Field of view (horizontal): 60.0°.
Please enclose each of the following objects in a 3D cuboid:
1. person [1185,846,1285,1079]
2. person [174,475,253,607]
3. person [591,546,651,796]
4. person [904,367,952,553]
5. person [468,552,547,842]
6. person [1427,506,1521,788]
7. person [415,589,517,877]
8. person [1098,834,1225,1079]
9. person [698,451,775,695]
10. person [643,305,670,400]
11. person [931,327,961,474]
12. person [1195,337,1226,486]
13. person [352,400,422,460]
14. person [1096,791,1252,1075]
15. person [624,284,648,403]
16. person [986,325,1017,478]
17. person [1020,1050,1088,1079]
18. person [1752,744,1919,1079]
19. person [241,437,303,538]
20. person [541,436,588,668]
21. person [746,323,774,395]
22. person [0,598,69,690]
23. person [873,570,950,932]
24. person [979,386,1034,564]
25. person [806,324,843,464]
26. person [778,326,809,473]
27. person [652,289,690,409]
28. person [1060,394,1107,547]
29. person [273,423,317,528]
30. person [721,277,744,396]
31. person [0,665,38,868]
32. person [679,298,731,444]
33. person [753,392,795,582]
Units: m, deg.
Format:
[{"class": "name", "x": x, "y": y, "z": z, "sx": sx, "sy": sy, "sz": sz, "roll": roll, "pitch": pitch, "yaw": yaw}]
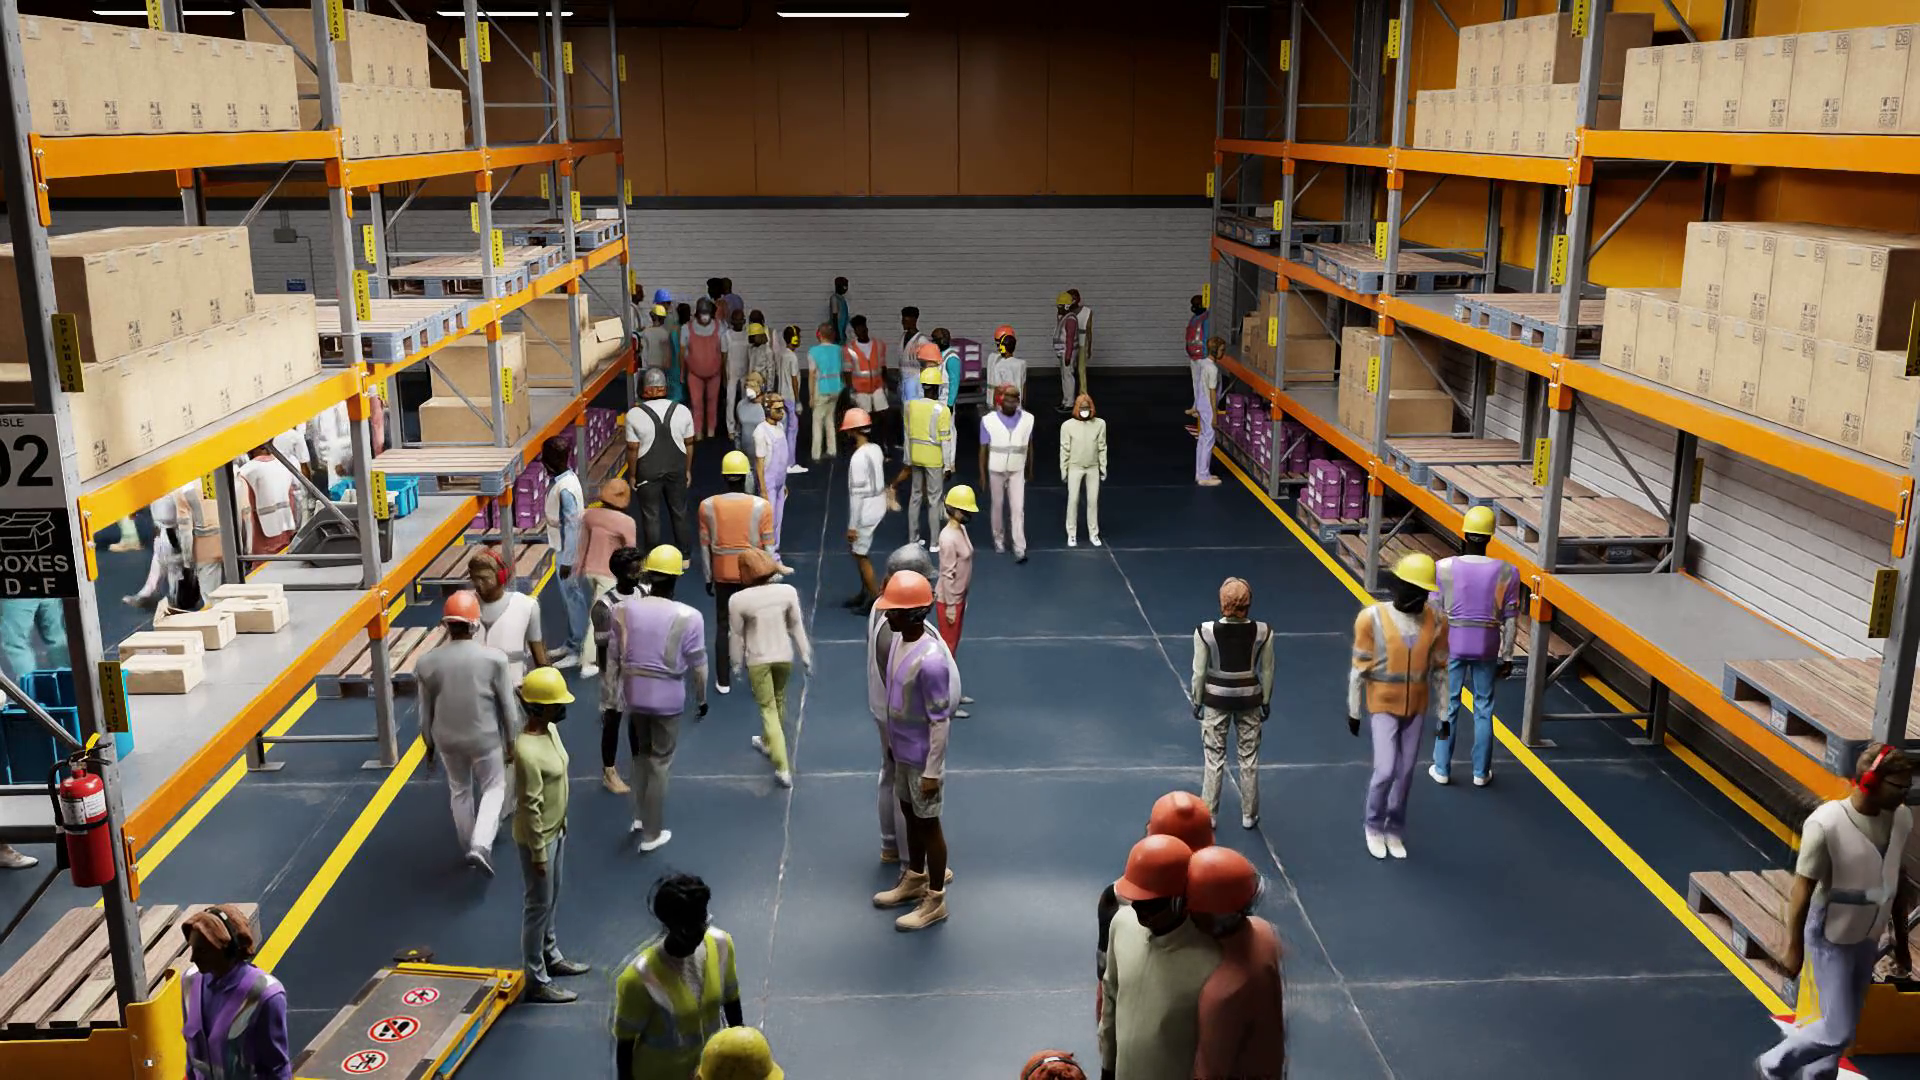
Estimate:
[{"class": "person", "x": 0.948, "y": 2.008, "z": 5.980, "sx": 0.528, "sy": 1.971, "sz": 0.642, "roll": 5, "pitch": 15, "yaw": 20}, {"class": "person", "x": -6.056, "y": 0.100, "z": 13.551, "sx": 0.367, "sy": 1.927, "sz": 0.587, "roll": 13, "pitch": 19, "yaw": 42}, {"class": "person", "x": -2.215, "y": 0.854, "z": 11.070, "sx": 0.322, "sy": 1.689, "sz": 0.533, "roll": 9, "pitch": 17, "yaw": 33}, {"class": "person", "x": -0.318, "y": -0.831, "z": 17.237, "sx": 0.583, "sy": 1.918, "sz": 0.407, "roll": 10, "pitch": 17, "yaw": 35}, {"class": "person", "x": -2.930, "y": 0.967, "z": 10.389, "sx": 0.599, "sy": 1.793, "sz": 0.950, "roll": 3, "pitch": 15, "yaw": 11}, {"class": "person", "x": 3.407, "y": 0.718, "z": 11.127, "sx": 0.594, "sy": 1.926, "sz": 0.366, "roll": 3, "pitch": 15, "yaw": 11}, {"class": "person", "x": -2.897, "y": 1.160, "z": 9.768, "sx": 0.573, "sy": 1.734, "sz": 0.572, "roll": -1, "pitch": 14, "yaw": -3}, {"class": "person", "x": 0.721, "y": 1.988, "z": 6.007, "sx": 0.396, "sy": 1.992, "sz": 0.623, "roll": -12, "pitch": 19, "yaw": -39}, {"class": "person", "x": -1.727, "y": 0.259, "z": 12.961, "sx": 0.593, "sy": 1.919, "sz": 0.402, "roll": 1, "pitch": 14, "yaw": 3}, {"class": "person", "x": -4.375, "y": -2.534, "z": 24.232, "sx": 0.523, "sy": 1.760, "sz": 0.327, "roll": 9, "pitch": 17, "yaw": 33}, {"class": "person", "x": -0.240, "y": -1.768, "z": 21.058, "sx": 0.429, "sy": 1.844, "sz": 0.625, "roll": -8, "pitch": 16, "yaw": -28}, {"class": "person", "x": 3.052, "y": -1.571, "z": 20.304, "sx": 0.355, "sy": 1.834, "sz": 0.525, "roll": -2, "pitch": 14, "yaw": -7}, {"class": "person", "x": -7.634, "y": -1.943, "z": 21.806, "sx": 1.037, "sy": 1.799, "sz": 0.670, "roll": 3, "pitch": 15, "yaw": 13}, {"class": "person", "x": 0.821, "y": 1.894, "z": 6.321, "sx": 0.613, "sy": 2.028, "sz": 0.409, "roll": -3, "pitch": 15, "yaw": -11}, {"class": "person", "x": -5.105, "y": -3.086, "z": 26.168, "sx": 0.356, "sy": 1.878, "sz": 0.586, "roll": 0, "pitch": 14, "yaw": -1}, {"class": "person", "x": 0.524, "y": -1.688, "z": 20.575, "sx": 0.387, "sy": 1.929, "sz": 0.544, "roll": -5, "pitch": 15, "yaw": -20}, {"class": "person", "x": 0.274, "y": 2.354, "z": 4.808, "sx": 0.575, "sy": 1.880, "sz": 0.359, "roll": 0, "pitch": 14, "yaw": -1}, {"class": "person", "x": 3.882, "y": 1.749, "z": 7.292, "sx": 0.571, "sy": 1.821, "sz": 0.442, "roll": -7, "pitch": 16, "yaw": -25}, {"class": "person", "x": -6.004, "y": -0.152, "z": 14.553, "sx": 0.546, "sy": 1.927, "sz": 0.405, "roll": 3, "pitch": 15, "yaw": 13}, {"class": "person", "x": -3.219, "y": 0.089, "z": 13.621, "sx": 0.392, "sy": 1.916, "sz": 0.591, "roll": -5, "pitch": 15, "yaw": -19}, {"class": "person", "x": -2.709, "y": -2.065, "z": 22.441, "sx": 0.498, "sy": 1.734, "sz": 0.338, "roll": 12, "pitch": 19, "yaw": 39}, {"class": "person", "x": -7.053, "y": 0.381, "z": 12.576, "sx": 0.396, "sy": 1.873, "sz": 0.742, "roll": 6, "pitch": 15, "yaw": 21}, {"class": "person", "x": -0.265, "y": 1.156, "z": 9.174, "sx": 0.391, "sy": 2.045, "sz": 0.608, "roll": -6, "pitch": 15, "yaw": -21}, {"class": "person", "x": 0.482, "y": -0.663, "z": 16.812, "sx": 0.593, "sy": 1.785, "sz": 0.974, "roll": -3, "pitch": 15, "yaw": -10}, {"class": "person", "x": -1.745, "y": -1.905, "z": 21.680, "sx": 0.577, "sy": 1.813, "sz": 0.452, "roll": -11, "pitch": 18, "yaw": -36}, {"class": "person", "x": -2.125, "y": -1.776, "z": 21.067, "sx": 0.374, "sy": 1.858, "sz": 0.512, "roll": -7, "pitch": 16, "yaw": -25}, {"class": "person", "x": -4.345, "y": -2.797, "z": 24.934, "sx": 0.473, "sy": 1.919, "sz": 0.636, "roll": 0, "pitch": 14, "yaw": 1}, {"class": "person", "x": 1.290, "y": -0.731, "z": 17.427, "sx": 0.505, "sy": 1.623, "sz": 0.286, "roll": -3, "pitch": 15, "yaw": -11}, {"class": "person", "x": -6.267, "y": -0.437, "z": 15.776, "sx": 0.509, "sy": 1.872, "sz": 0.328, "roll": 10, "pitch": 17, "yaw": 33}, {"class": "person", "x": -3.696, "y": -3.240, "z": 26.664, "sx": 0.375, "sy": 1.932, "sz": 0.625, "roll": 8, "pitch": 16, "yaw": 28}, {"class": "person", "x": -5.748, "y": 1.099, "z": 9.674, "sx": 0.409, "sy": 1.905, "sz": 0.651, "roll": 1, "pitch": 14, "yaw": 4}, {"class": "person", "x": -3.519, "y": -2.364, "z": 22.998, "sx": 0.704, "sy": 2.000, "sz": 0.981, "roll": -3, "pitch": 15, "yaw": -11}, {"class": "person", "x": -1.822, "y": -0.521, "z": 16.155, "sx": 0.327, "sy": 1.843, "sz": 0.514, "roll": 5, "pitch": 15, "yaw": 17}]
